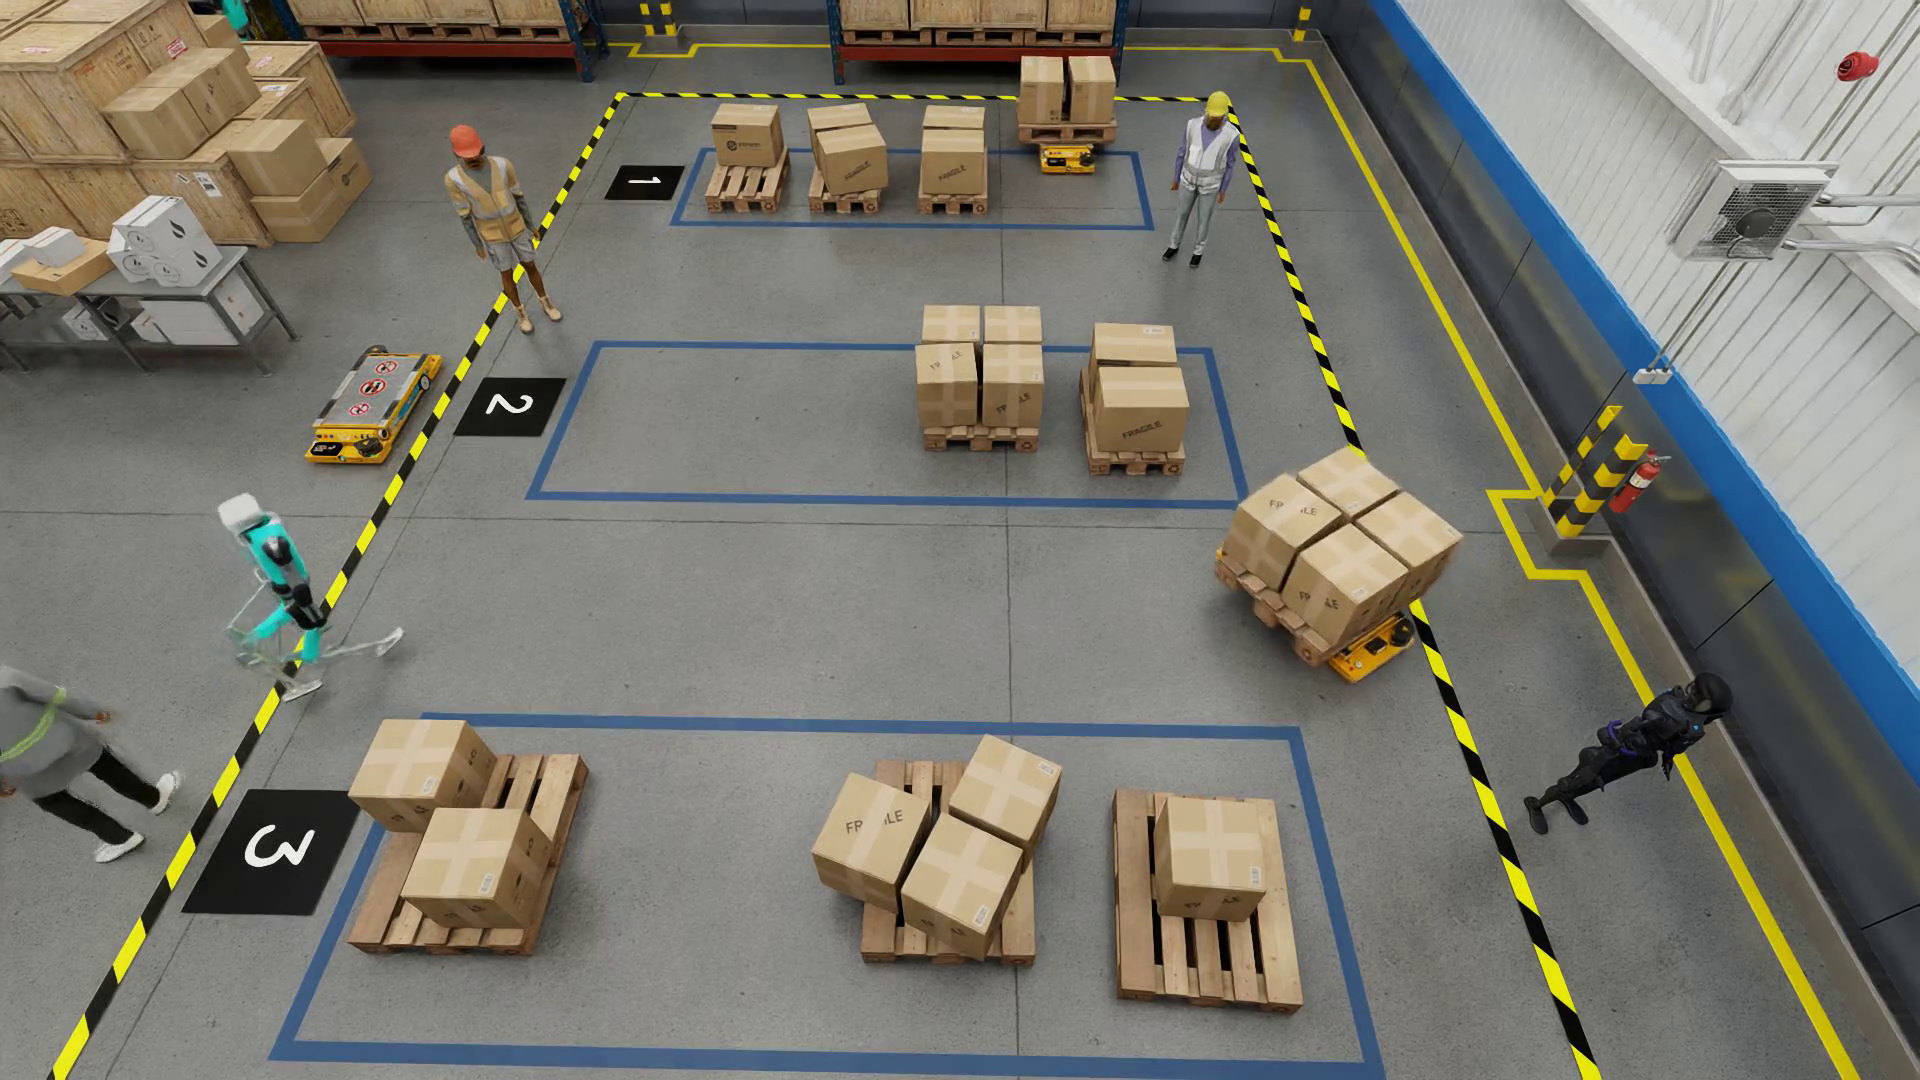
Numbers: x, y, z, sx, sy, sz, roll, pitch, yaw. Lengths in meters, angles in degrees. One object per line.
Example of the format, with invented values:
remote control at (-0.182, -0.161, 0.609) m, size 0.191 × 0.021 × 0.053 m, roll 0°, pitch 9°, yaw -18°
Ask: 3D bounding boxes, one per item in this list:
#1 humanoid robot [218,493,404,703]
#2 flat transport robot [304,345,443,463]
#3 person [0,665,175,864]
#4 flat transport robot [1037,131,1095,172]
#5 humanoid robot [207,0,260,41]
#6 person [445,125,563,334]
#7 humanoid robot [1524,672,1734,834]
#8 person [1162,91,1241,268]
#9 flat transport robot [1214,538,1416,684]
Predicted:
humanoid robot at (-4.501, 0.501, 5.996) m, size 0.531 × 1.725 × 1.057 m, roll 35°, pitch 58°, yaw 26°
flat transport robot at (-5.383, -1.269, 8.441) m, size 0.659 × 0.231 × 1.431 m, roll 1°, pitch 50°, yaw 1°
person at (-5.312, 1.253, 5.298) m, size 0.414 × 1.816 × 0.668 m, roll 26°, pitch 54°, yaw 20°
flat transport robot at (1.322, -5.138, 11.696) m, size 0.652 × 0.197 × 1.431 m, roll -1°, pitch 50°, yaw -1°
humanoid robot at (-9.375, -6.385, 11.823) m, size 1.056 × 1.724 × 0.556 m, roll 2°, pitch 50°, yaw 2°
person at (-4.311, -2.911, 8.670) m, size 0.614 × 2.040 × 0.371 m, roll -31°, pitch 57°, yaw -24°
humanoid robot at (3.925, 1.261, 5.368) m, size 0.599 × 1.656 × 0.315 m, roll -7°, pitch 50°, yaw -6°
person at (2.485, -3.703, 9.475) m, size 0.601 × 1.829 × 0.404 m, roll 22°, pitch 53°, yaw 18°
flat transport robot at (2.699, 0.394, 7.015) m, size 0.652 × 0.197 × 1.431 m, roll -27°, pitch 55°, yaw -21°
